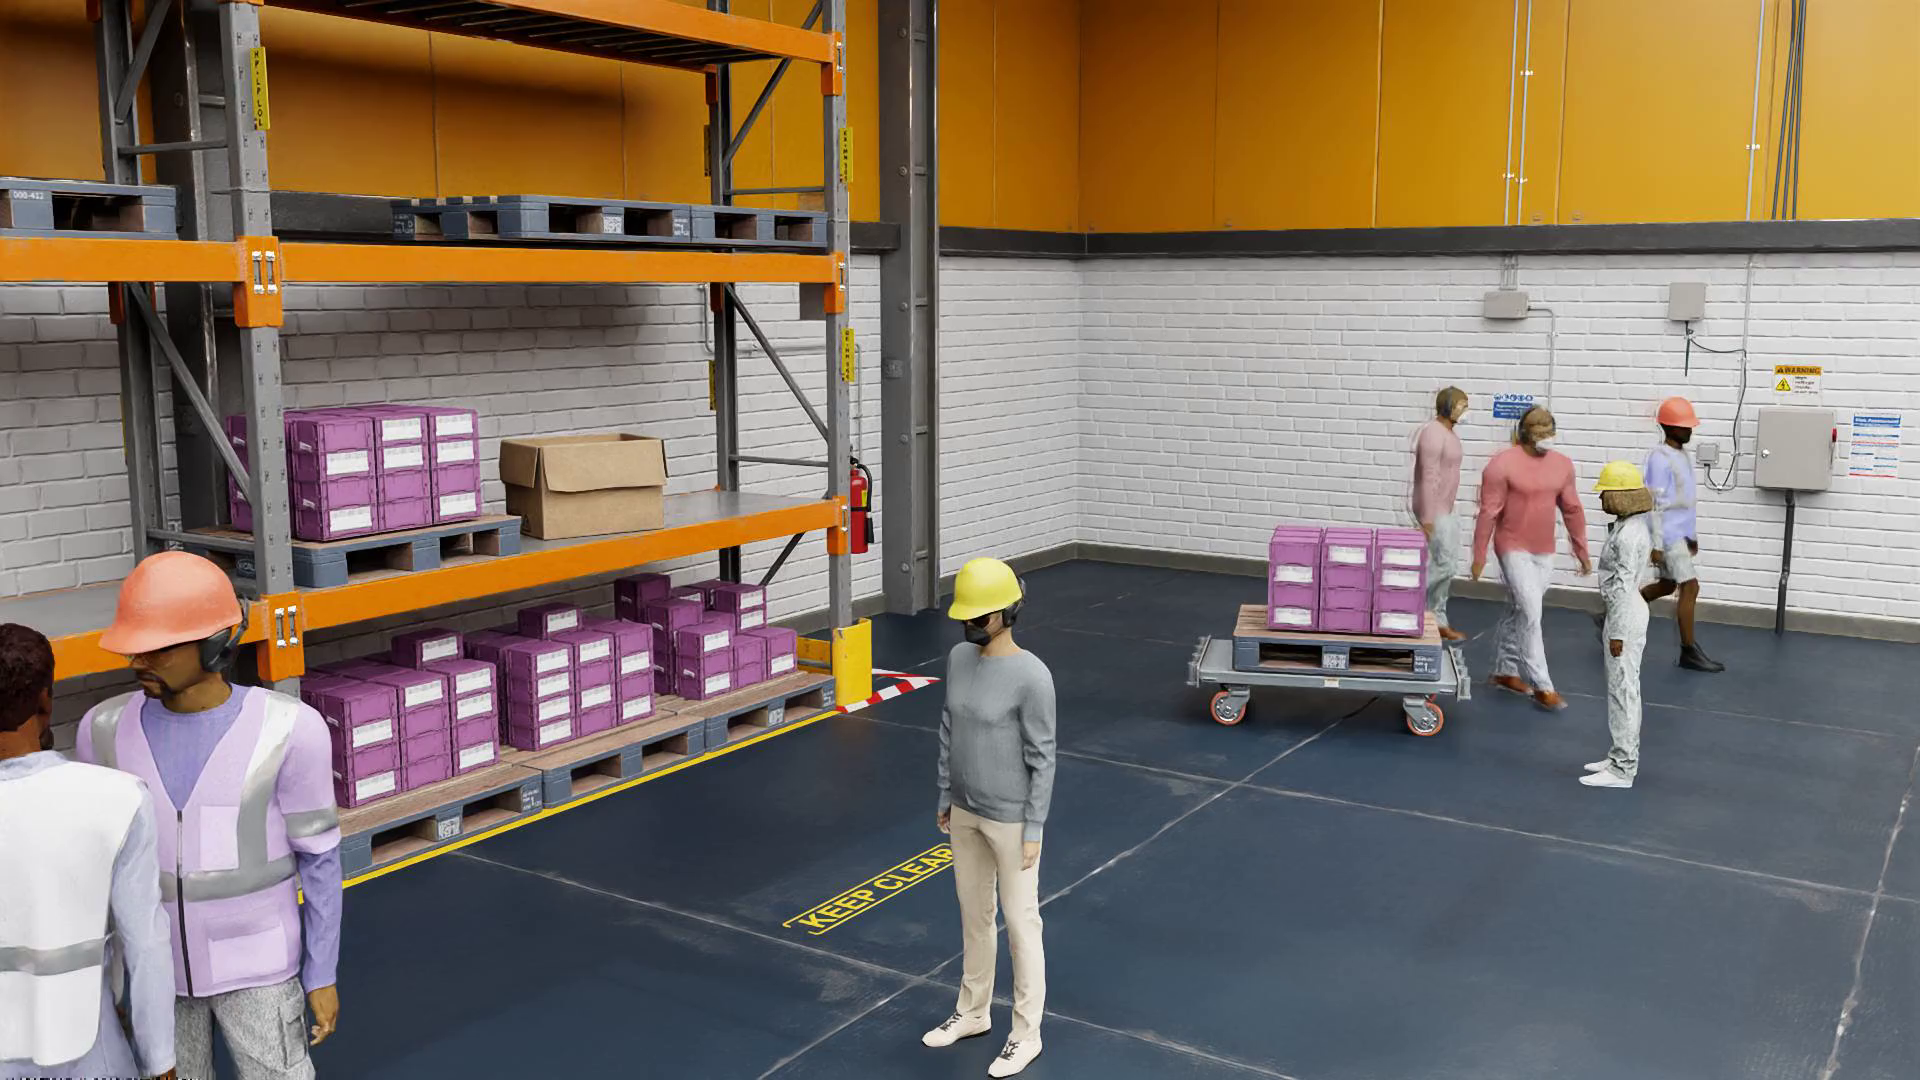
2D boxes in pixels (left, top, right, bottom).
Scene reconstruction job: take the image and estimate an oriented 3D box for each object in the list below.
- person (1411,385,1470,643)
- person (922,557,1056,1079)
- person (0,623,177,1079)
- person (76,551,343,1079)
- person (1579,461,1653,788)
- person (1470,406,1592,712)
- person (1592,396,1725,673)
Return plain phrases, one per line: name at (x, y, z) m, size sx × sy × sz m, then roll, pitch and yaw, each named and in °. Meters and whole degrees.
person at (3.516, -0.190, 12.339) m, size 0.504 × 1.919 × 0.639 m, roll 5°, pitch 10°, yaw 29°
person at (0.099, 0.924, 5.628) m, size 0.321 × 1.761 × 0.522 m, roll -8°, pitch 12°, yaw -41°
person at (-2.093, 1.134, 3.774) m, size 0.601 × 1.912 × 0.448 m, roll -2°, pitch 9°, yaw -16°
person at (-1.814, 1.030, 4.028) m, size 0.611 × 2.038 × 0.394 m, roll 0°, pitch 9°, yaw -1°
person at (3.482, 0.444, 8.829) m, size 0.321 × 1.737 × 0.483 m, roll 4°, pitch 10°, yaw 24°
person at (3.645, 0.109, 10.445) m, size 0.764 × 1.893 × 0.873 m, roll -4°, pitch 9°, yaw -22°
person at (4.905, -0.061, 11.587) m, size 0.897 × 1.892 × 0.555 m, roll 7°, pitch 11°, yaw 38°
